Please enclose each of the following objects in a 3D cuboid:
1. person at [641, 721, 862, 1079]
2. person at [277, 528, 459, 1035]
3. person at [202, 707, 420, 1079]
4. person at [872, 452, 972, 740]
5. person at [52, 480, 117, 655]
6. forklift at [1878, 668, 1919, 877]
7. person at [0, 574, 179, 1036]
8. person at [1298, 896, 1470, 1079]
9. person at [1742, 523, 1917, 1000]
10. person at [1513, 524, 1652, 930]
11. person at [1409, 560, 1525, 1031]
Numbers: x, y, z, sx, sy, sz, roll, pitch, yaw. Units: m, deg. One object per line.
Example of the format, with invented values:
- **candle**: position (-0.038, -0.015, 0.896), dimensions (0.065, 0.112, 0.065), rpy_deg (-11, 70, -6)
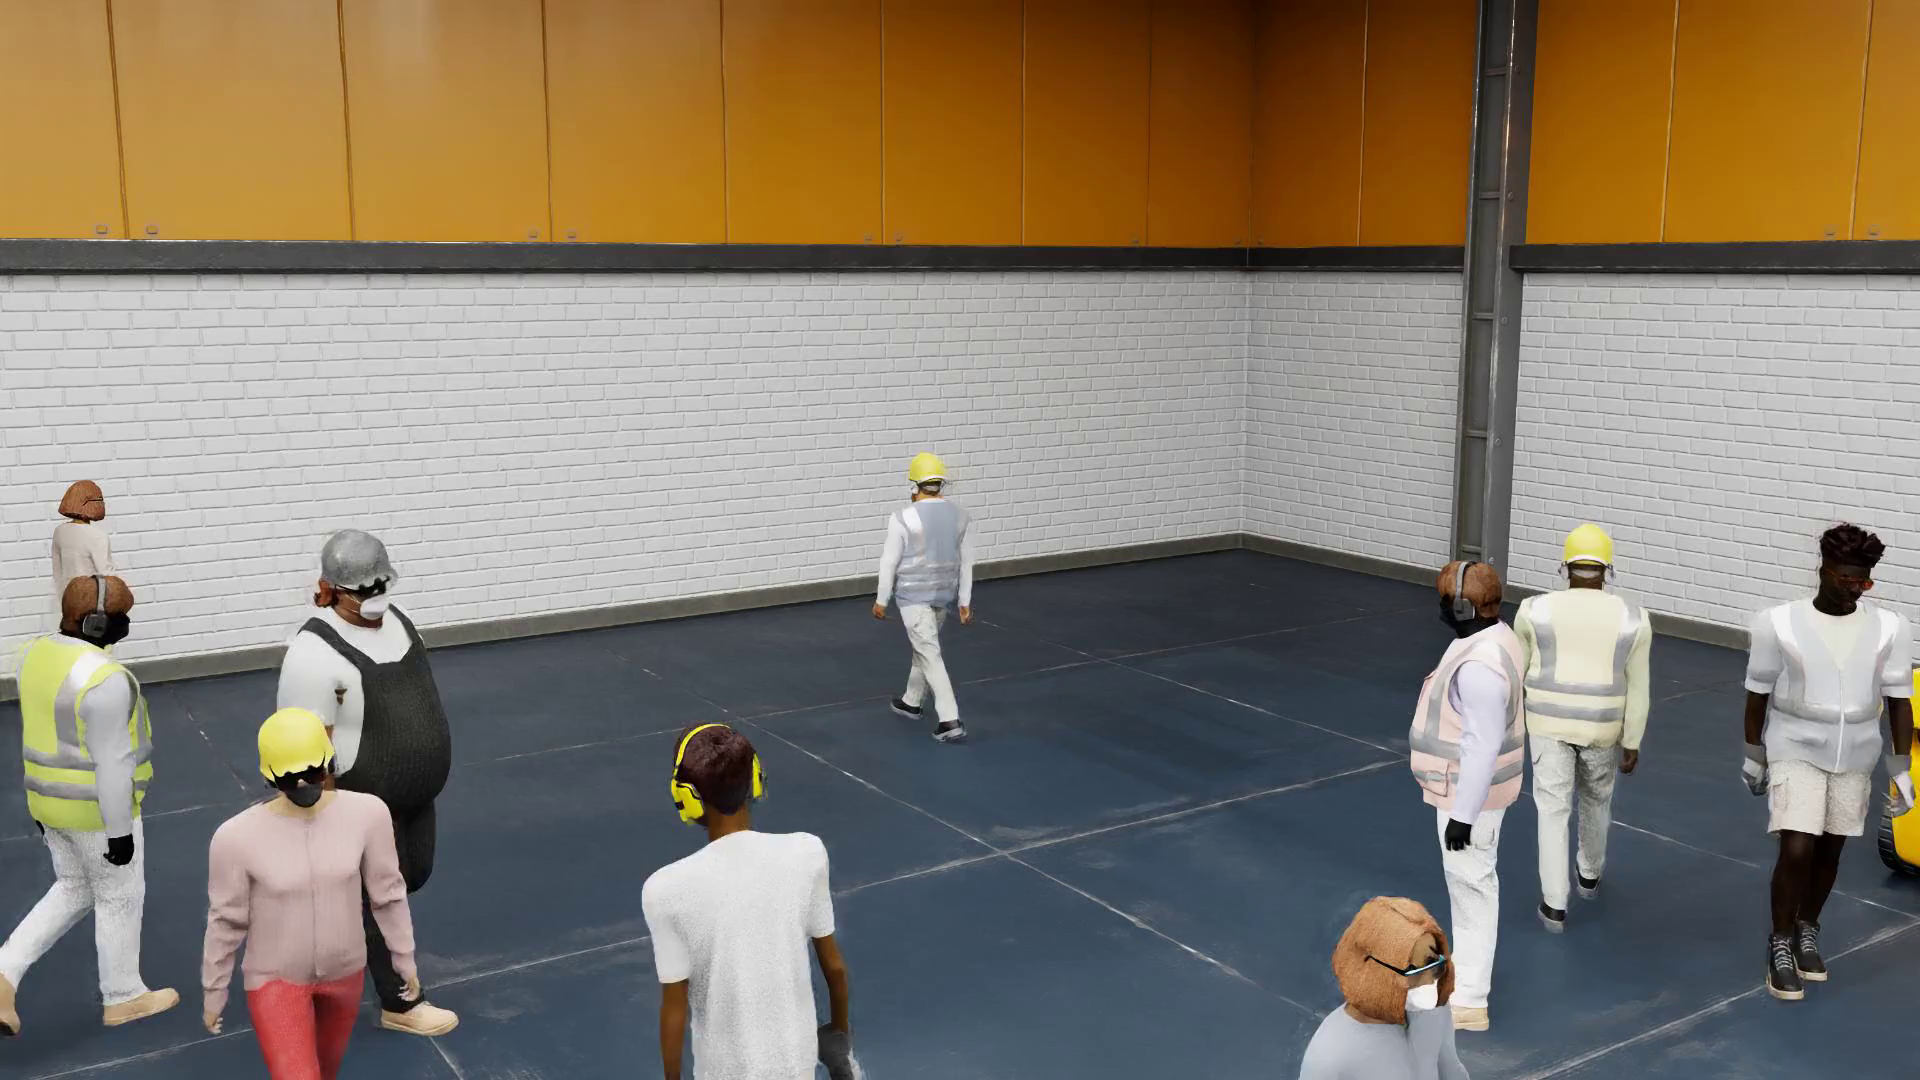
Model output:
- **person**: position (-0.472, 1.372, 4.179), dimensions (0.564, 1.835, 0.765), rpy_deg (-5, 11, -27)
- **person**: position (-2.310, 0.903, 6.366), dimensions (0.740, 2.000, 0.702), rpy_deg (2, 10, 13)
- **person**: position (-1.939, 1.299, 4.998), dimensions (0.579, 1.694, 0.932), rpy_deg (-8, 12, -40)
- **person**: position (-0.209, 0.342, 10.534), dimensions (0.590, 1.790, 0.942), rpy_deg (-8, 12, -39)
- **person**: position (-5.425, 0.441, 10.371), dimensions (0.506, 1.632, 0.268), rpy_deg (5, 11, 27)
- **forklift**: position (5.511, 0.571, 7.906), dimensions (2.313, 2.155, 1.214), rpy_deg (-6, 11, -33)
- **person**: position (-3.385, 1.035, 6.290), dimensions (0.632, 1.812, 0.682), rpy_deg (6, 11, 34)
- **person**: position (0.953, 1.555, 3.822), dimensions (0.889, 1.578, 0.509), rpy_deg (8, 12, 41)
- **person**: position (3.520, 0.902, 6.713), dimensions (0.603, 1.930, 0.720), rpy_deg (1, 10, 9)
- **person**: position (2.788, 0.814, 7.624), dimensions (0.604, 1.803, 0.819), rpy_deg (2, 10, 12)
- **person**: position (1.965, 0.985, 6.487), dimensions (0.430, 1.840, 0.619), rpy_deg (3, 10, 20)
